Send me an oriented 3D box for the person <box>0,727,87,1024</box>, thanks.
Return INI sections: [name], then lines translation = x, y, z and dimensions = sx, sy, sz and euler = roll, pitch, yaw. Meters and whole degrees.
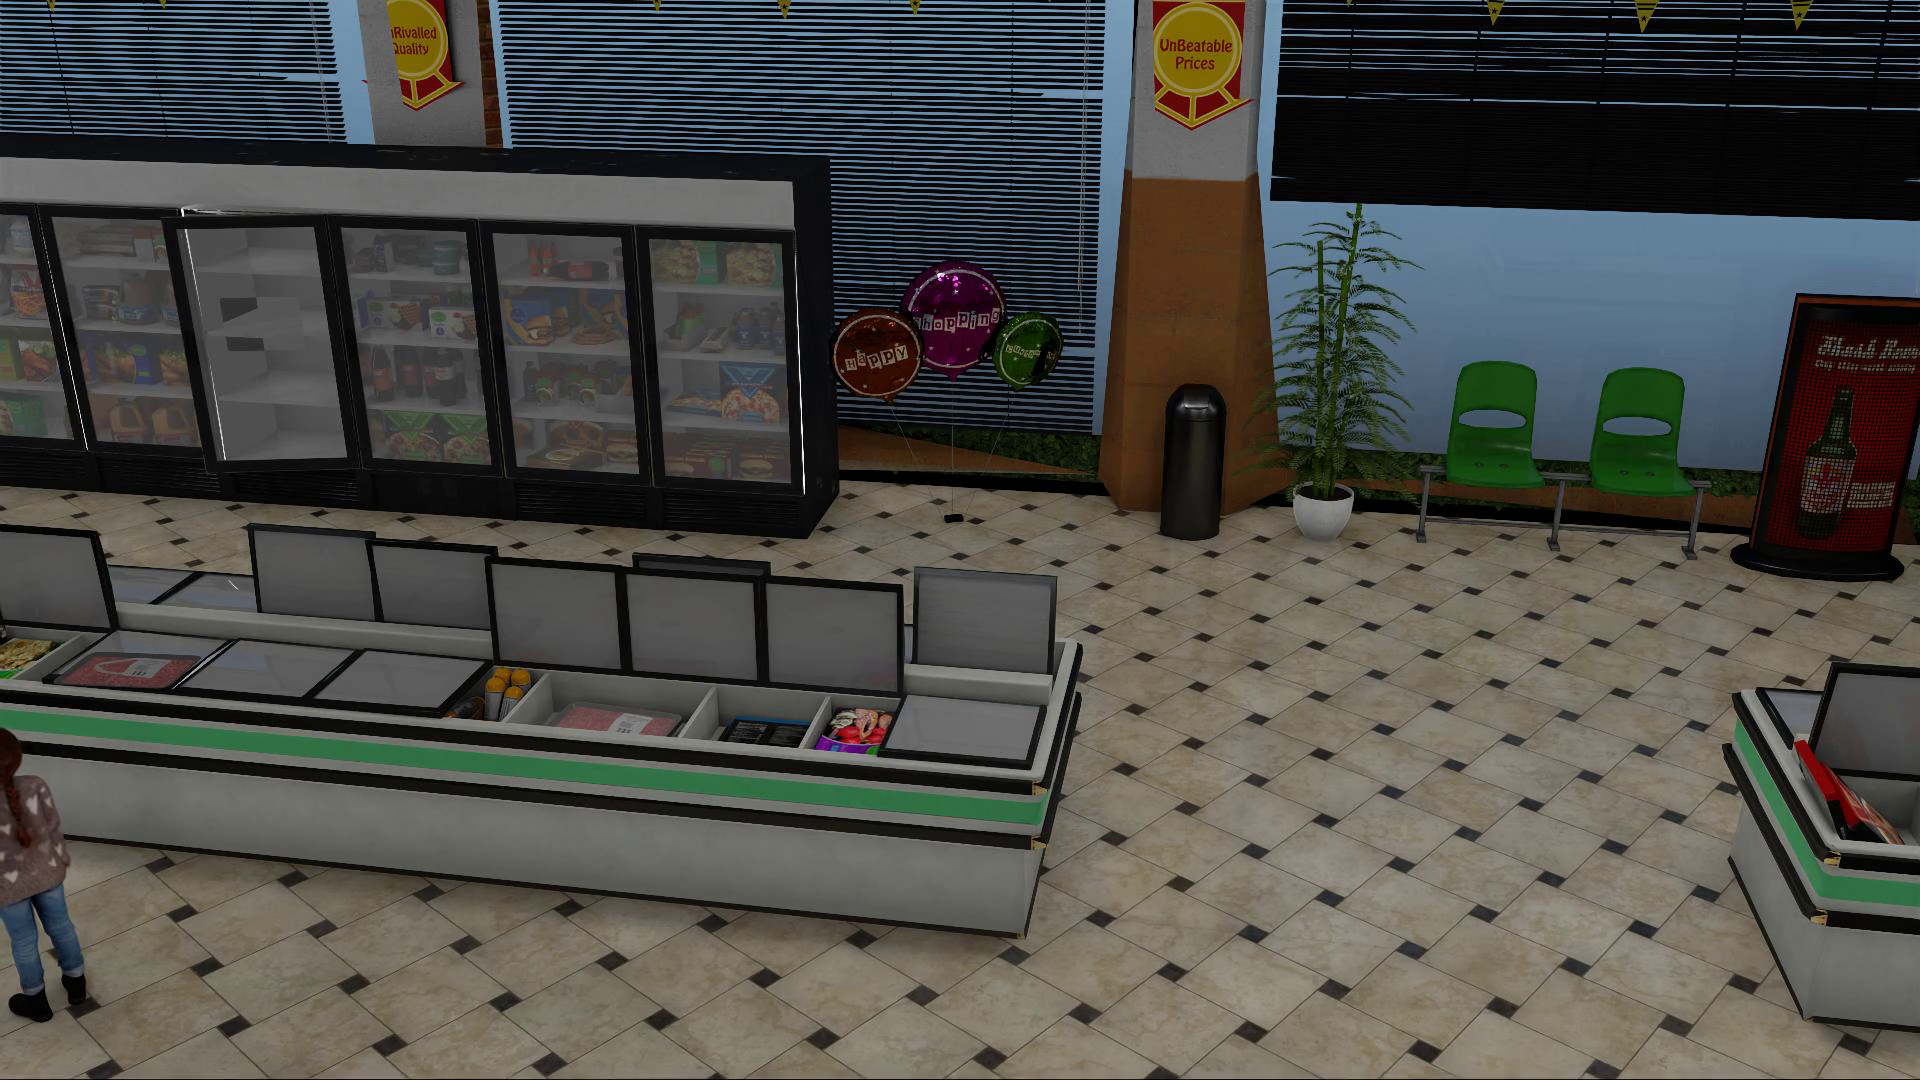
[person]
translation = -3.440, 1.220, 6.107
dimensions = 0.584, 1.194, 0.554
euler = 17, 28, 36
